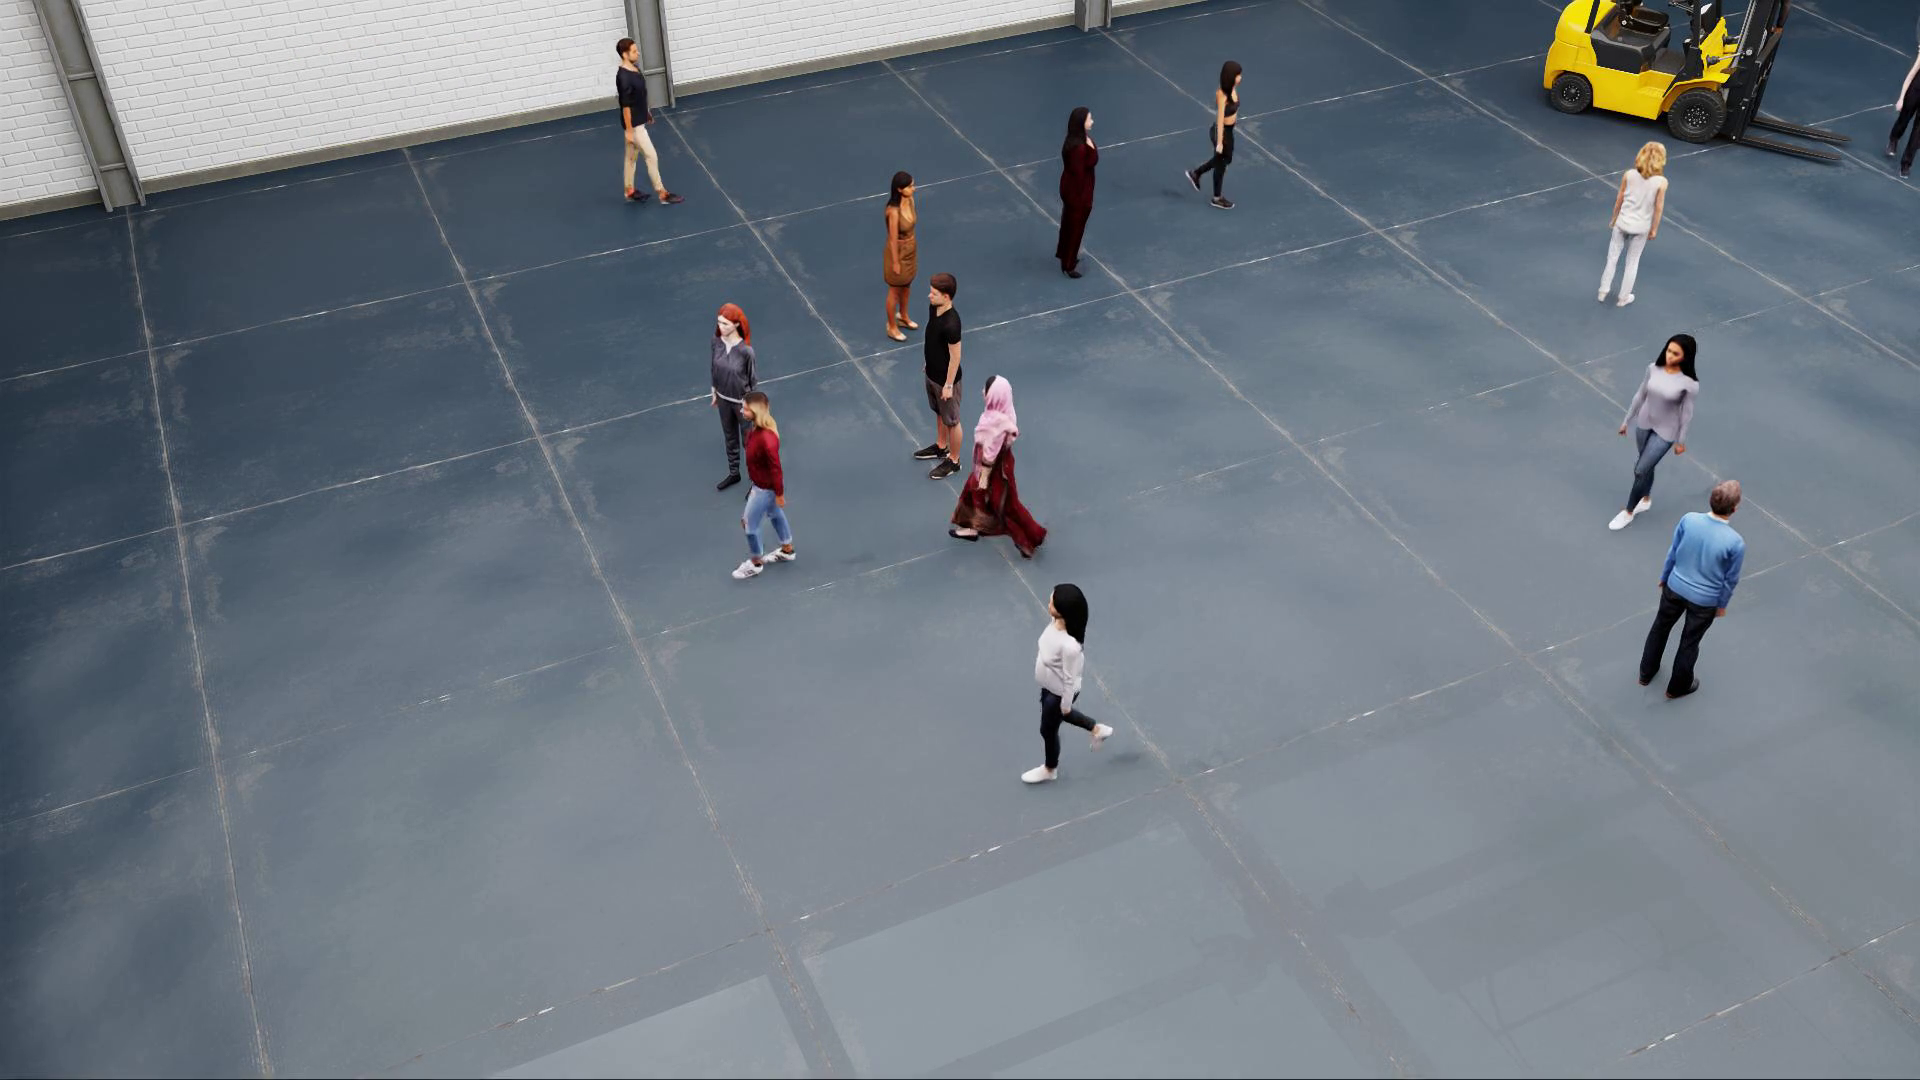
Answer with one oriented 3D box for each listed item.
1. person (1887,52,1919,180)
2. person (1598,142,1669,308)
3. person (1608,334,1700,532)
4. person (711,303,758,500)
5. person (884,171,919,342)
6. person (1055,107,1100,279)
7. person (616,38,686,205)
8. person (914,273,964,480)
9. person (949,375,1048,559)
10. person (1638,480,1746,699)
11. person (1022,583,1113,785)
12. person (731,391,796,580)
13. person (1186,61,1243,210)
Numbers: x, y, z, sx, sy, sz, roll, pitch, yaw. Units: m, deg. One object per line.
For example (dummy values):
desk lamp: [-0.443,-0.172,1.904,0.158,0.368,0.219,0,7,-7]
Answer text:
person: [10.610,-4.939,18.372,1.146,1.696,1.193,12,40,15]
person: [6.483,-3.052,16.030,0.689,1.669,0.706,23,44,26]
person: [5.643,-0.908,13.306,0.799,1.719,0.667,-19,43,-23]
person: [-1.821,-1.140,13.548,0.655,1.780,0.685,19,42,22]
person: [-0.554,-2.657,15.523,0.701,1.685,0.617,18,42,21]
person: [1.142,-3.460,16.472,0.759,1.756,0.760,-1,39,-1]
person: [-3.528,-4.406,17.589,1.021,1.840,0.876,-1,39,-2]
person: [-0.129,-1.389,13.794,0.569,1.862,0.663,-15,41,-18]
person: [0.352,-0.557,12.958,1.143,1.605,1.015,7,39,9]
person: [5.148,0.338,11.664,0.657,1.820,0.711,-27,46,-30]
person: [0.745,0.950,11.005,0.949,1.687,0.752,-7,39,-9]
person: [-1.428,-0.450,12.816,0.805,1.615,0.689,-10,40,-12]
person: [2.710,-4.321,17.648,0.884,1.634,0.848,16,41,19]
